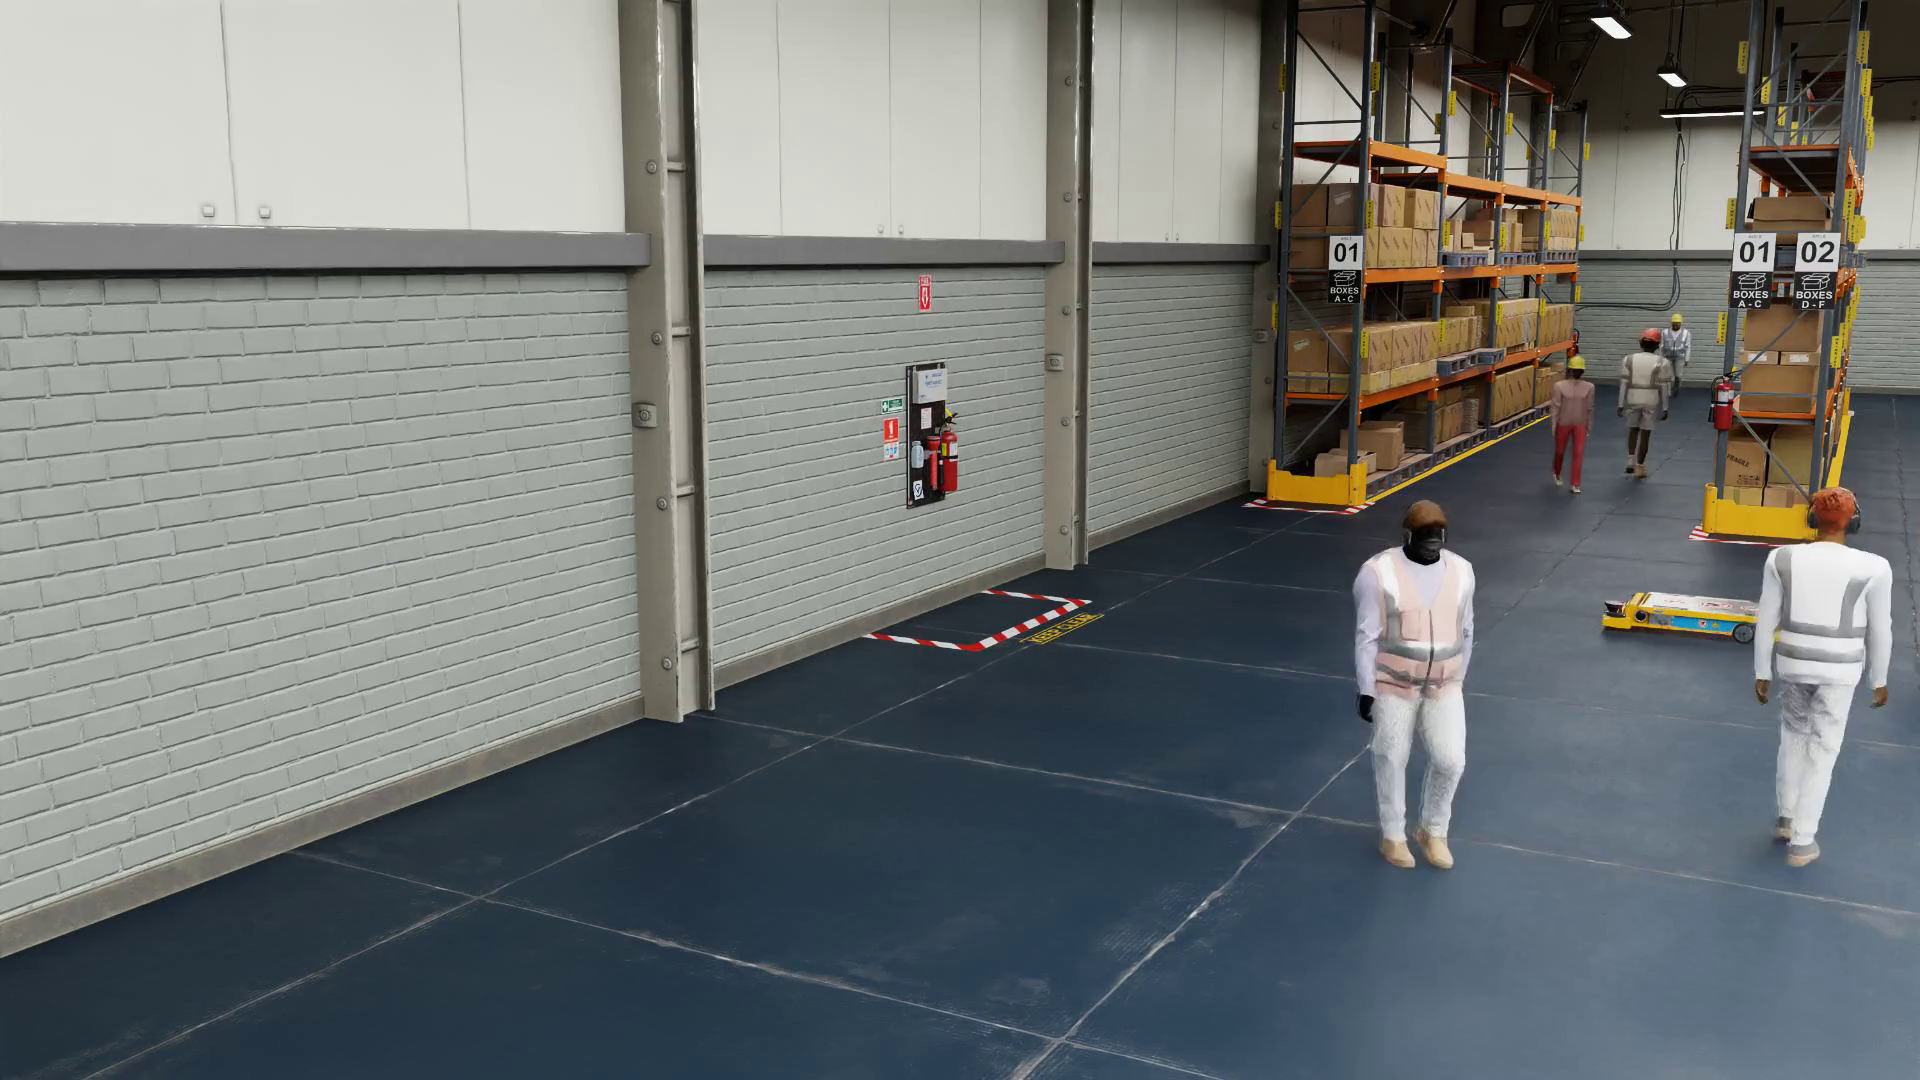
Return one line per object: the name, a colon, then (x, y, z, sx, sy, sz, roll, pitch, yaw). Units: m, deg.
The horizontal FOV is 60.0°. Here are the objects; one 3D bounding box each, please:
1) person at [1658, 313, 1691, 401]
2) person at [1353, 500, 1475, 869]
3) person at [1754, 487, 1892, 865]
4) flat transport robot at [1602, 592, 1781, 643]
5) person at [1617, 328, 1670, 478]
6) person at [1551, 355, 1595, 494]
person: (14.839, -3.803, 34.574, 0.604, 1.821, 0.524, 4, 11, 24)
person: (2.214, 0.717, 8.083, 0.630, 1.826, 0.504, -1, 10, -3)
person: (4.325, 0.657, 8.317, 0.574, 1.858, 0.732, 9, 13, 43)
flat transport robot: (5.934, 0.605, 13.273, 1.431, 0.197, 0.652, 5, 11, 28)
person: (9.255, -1.847, 22.492, 0.649, 2.023, 0.508, 8, 12, 39)
person: (7.820, -1.500, 21.277, 0.528, 1.737, 0.805, 2, 10, 10)
